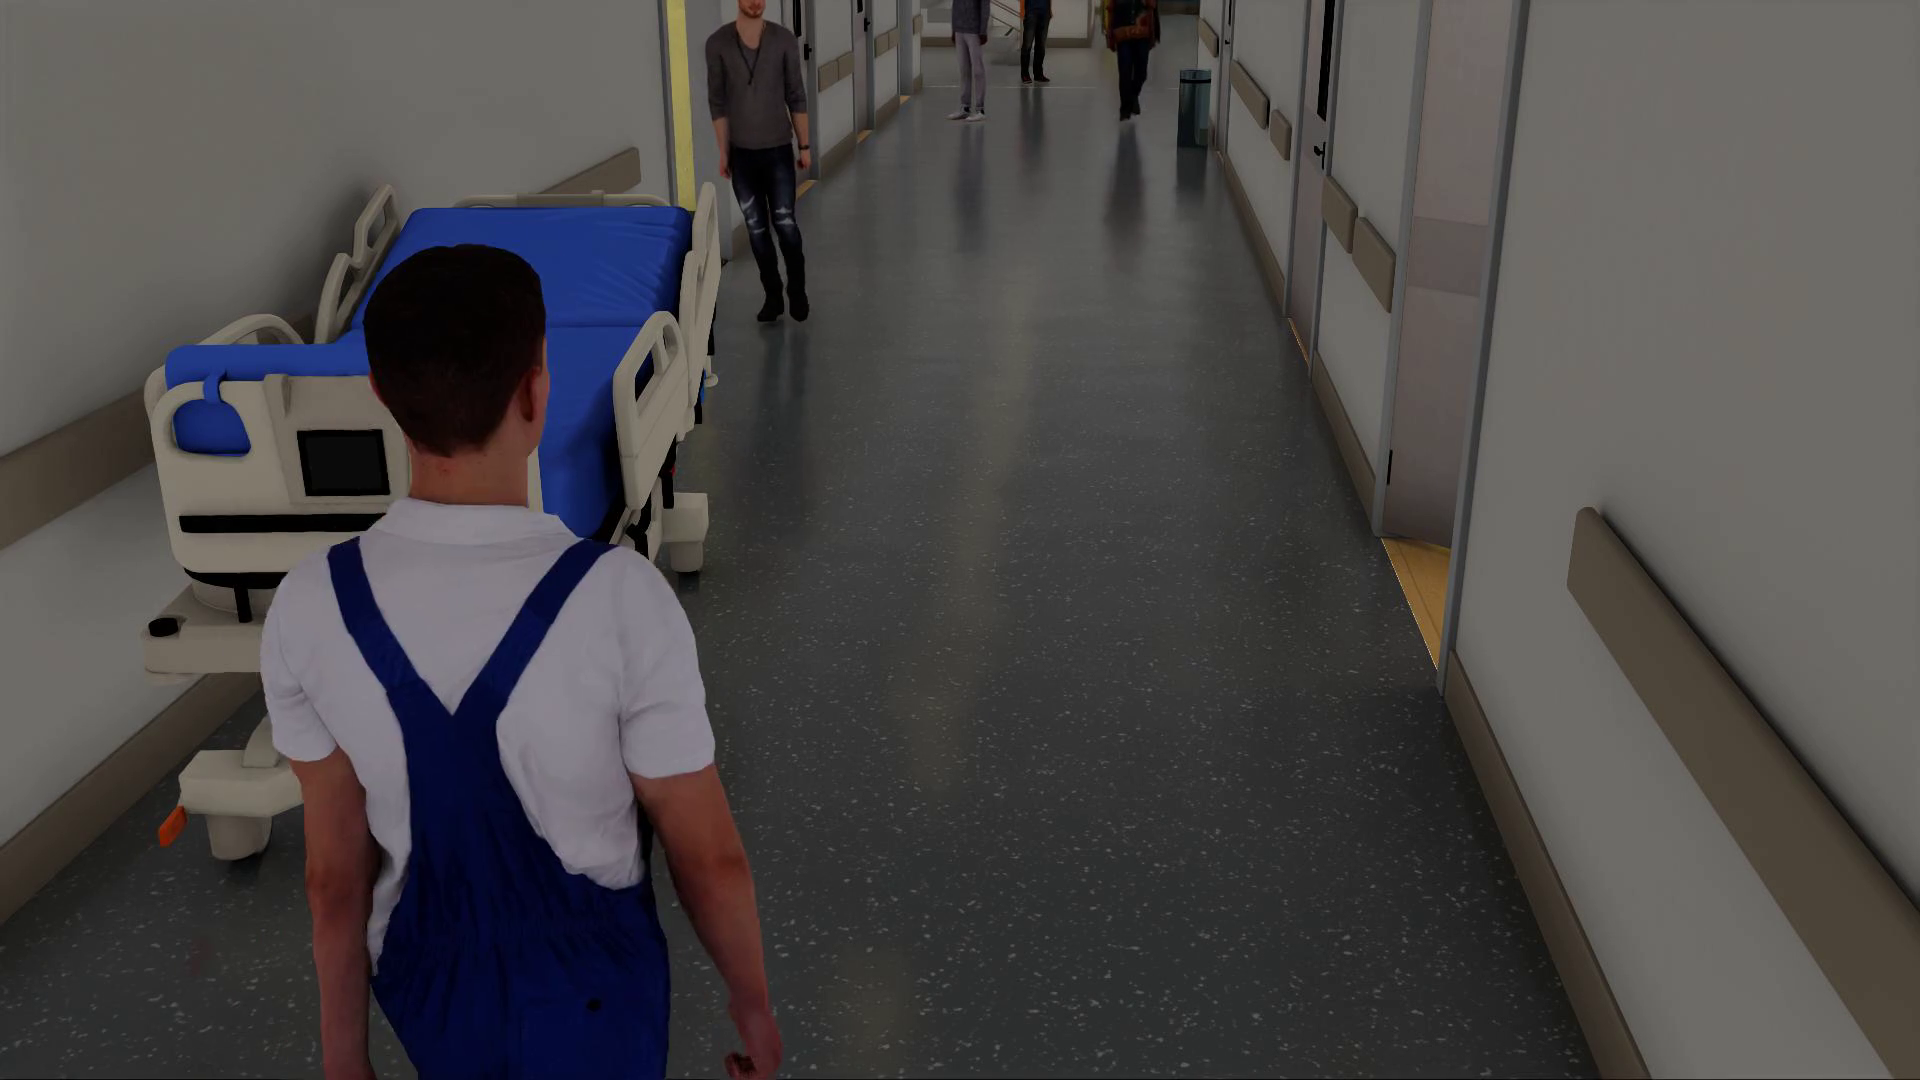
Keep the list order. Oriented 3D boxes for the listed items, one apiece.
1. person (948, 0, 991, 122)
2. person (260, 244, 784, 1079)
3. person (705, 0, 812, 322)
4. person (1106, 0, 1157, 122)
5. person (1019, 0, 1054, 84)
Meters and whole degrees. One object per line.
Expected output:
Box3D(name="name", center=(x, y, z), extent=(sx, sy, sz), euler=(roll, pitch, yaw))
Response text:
Box3D(name="person", center=(0.129, -5.478, 17.926), extent=(0.801, 1.838, 0.745), euler=(-16, 26, -37))
Box3D(name="person", center=(-0.504, 0.634, 1.845), extent=(1.197, 1.799, 0.722), euler=(2, 21, 6))
Box3D(name="person", center=(-1.085, -2.118, 9.002), extent=(0.575, 1.875, 0.742), euler=(0, 21, -1))
Box3D(name="person", center=(1.820, -5.385, 17.682), extent=(0.699, 1.796, 0.767), euler=(0, 21, 0))
Box3D(name="person", center=(0.992, -6.953, 21.860), extent=(0.689, 1.811, 0.789), euler=(-12, 24, -29))
